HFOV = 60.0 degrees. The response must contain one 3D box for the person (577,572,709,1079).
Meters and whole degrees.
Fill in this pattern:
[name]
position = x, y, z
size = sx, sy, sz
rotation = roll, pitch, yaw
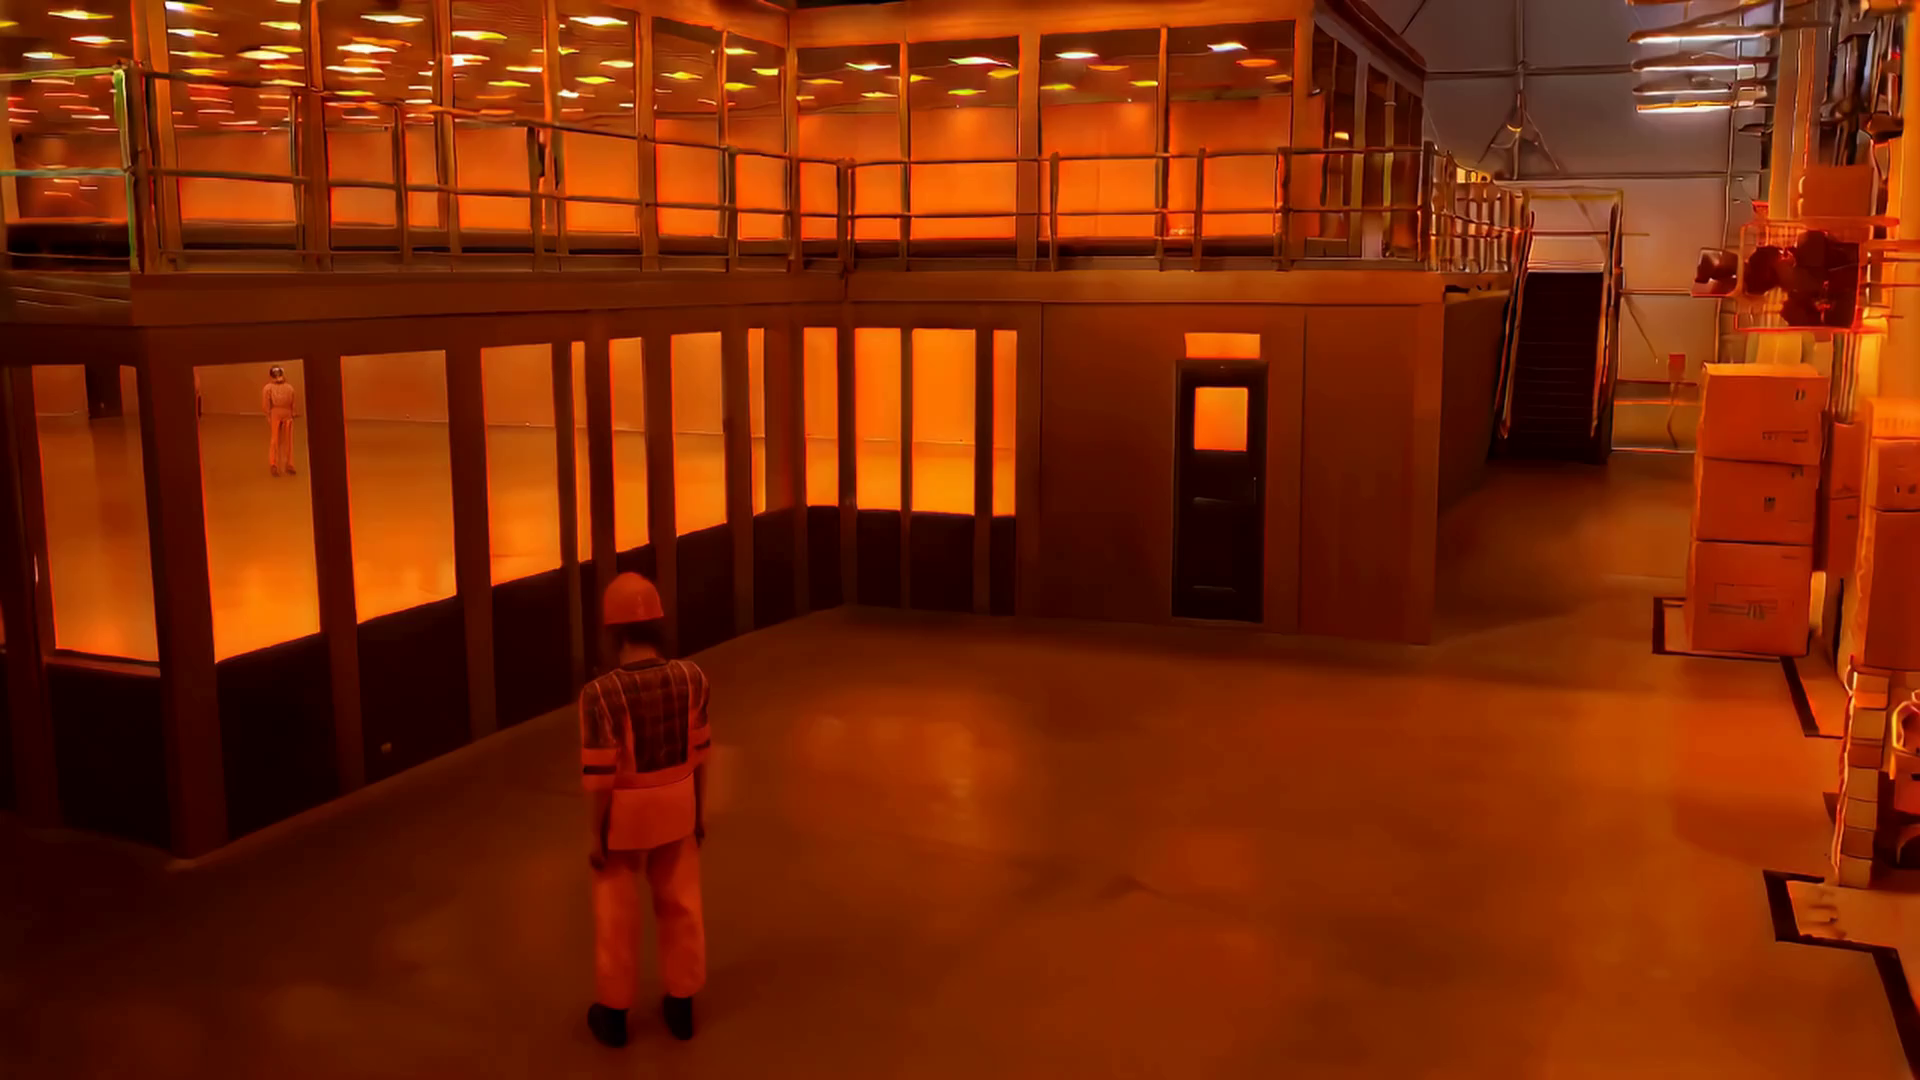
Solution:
[person]
position = -1.204, 1.082, 6.305
size = 0.547, 1.934, 0.376
rotation = -9, 13, -42
